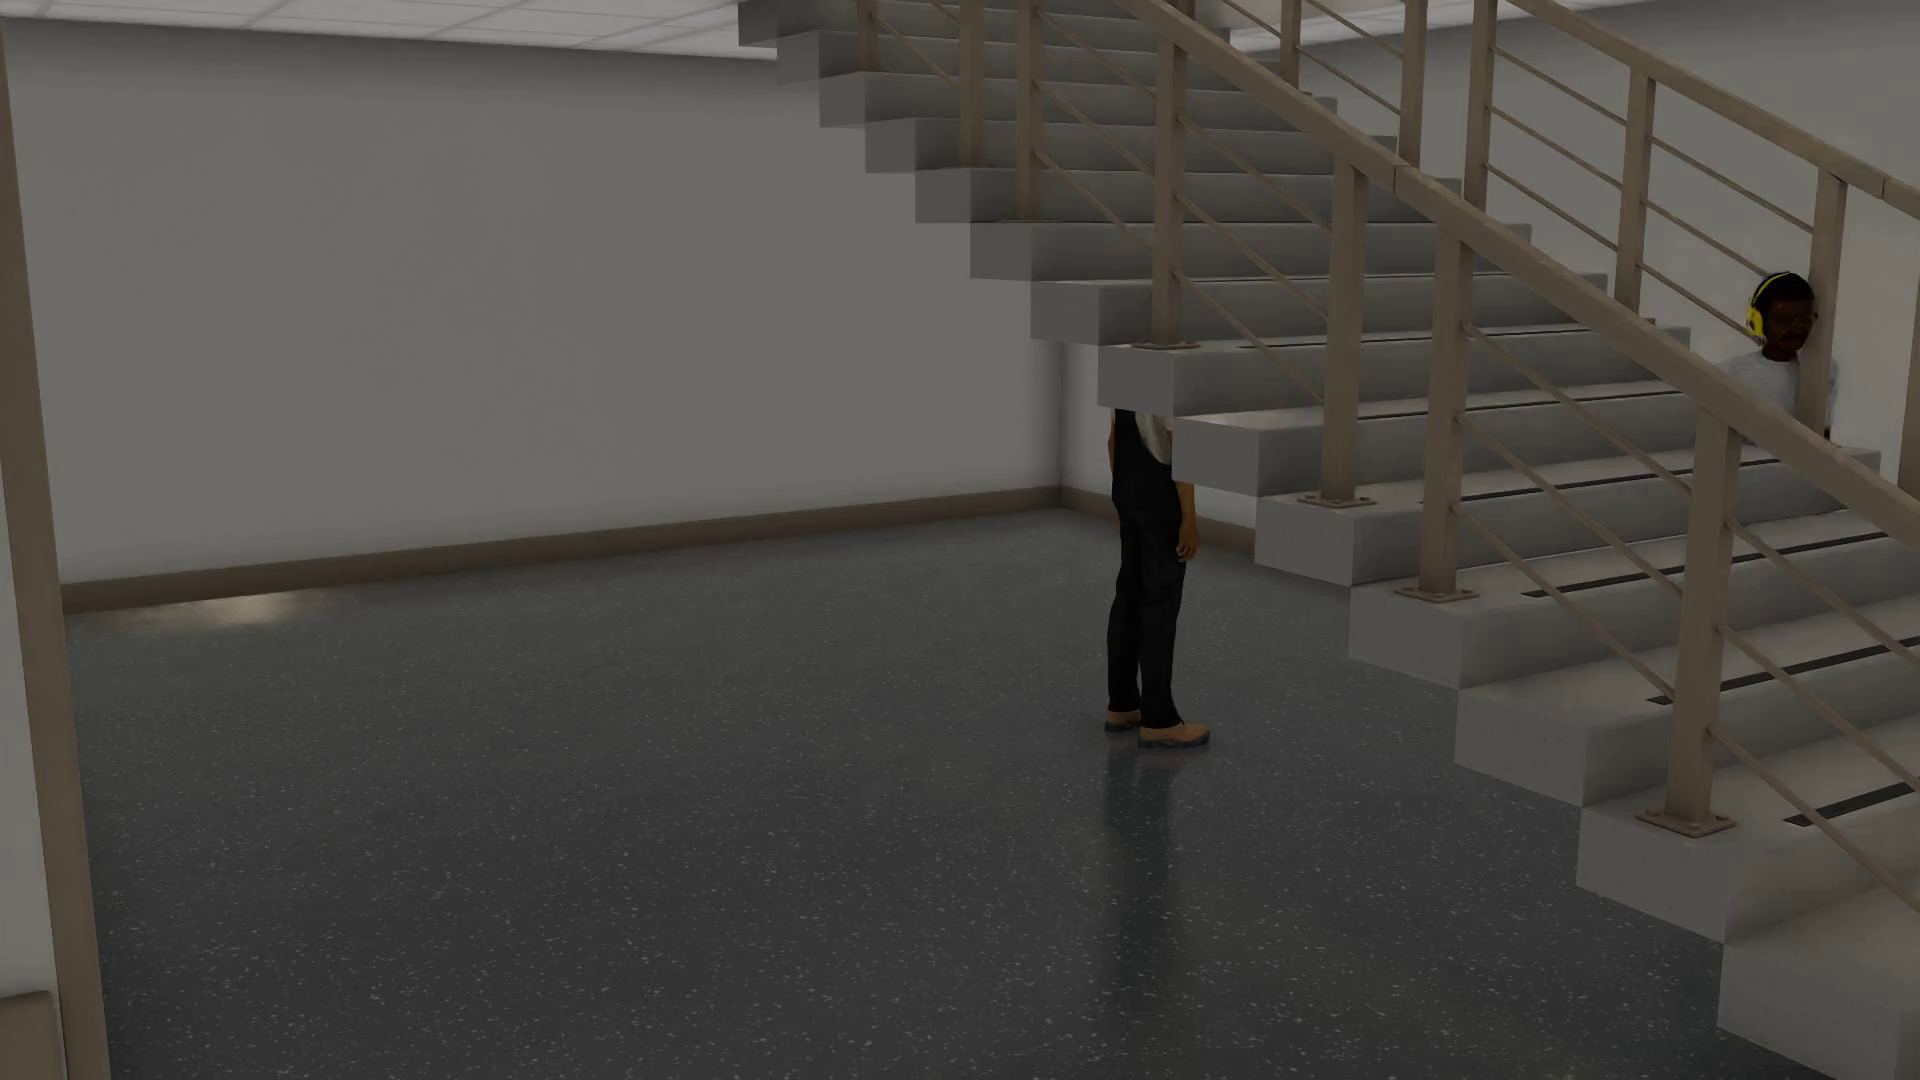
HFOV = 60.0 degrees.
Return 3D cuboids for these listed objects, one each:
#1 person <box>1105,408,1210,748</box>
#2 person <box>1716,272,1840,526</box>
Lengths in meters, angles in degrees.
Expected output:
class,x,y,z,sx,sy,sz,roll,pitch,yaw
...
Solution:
class,x,y,z,sx,sy,sz,roll,pitch,yaw
person,0.761,-0.117,6.471,0.325,1.843,0.517,-5,12,-24
person,3.057,-0.053,6.160,0.593,1.839,0.544,-1,11,-5
